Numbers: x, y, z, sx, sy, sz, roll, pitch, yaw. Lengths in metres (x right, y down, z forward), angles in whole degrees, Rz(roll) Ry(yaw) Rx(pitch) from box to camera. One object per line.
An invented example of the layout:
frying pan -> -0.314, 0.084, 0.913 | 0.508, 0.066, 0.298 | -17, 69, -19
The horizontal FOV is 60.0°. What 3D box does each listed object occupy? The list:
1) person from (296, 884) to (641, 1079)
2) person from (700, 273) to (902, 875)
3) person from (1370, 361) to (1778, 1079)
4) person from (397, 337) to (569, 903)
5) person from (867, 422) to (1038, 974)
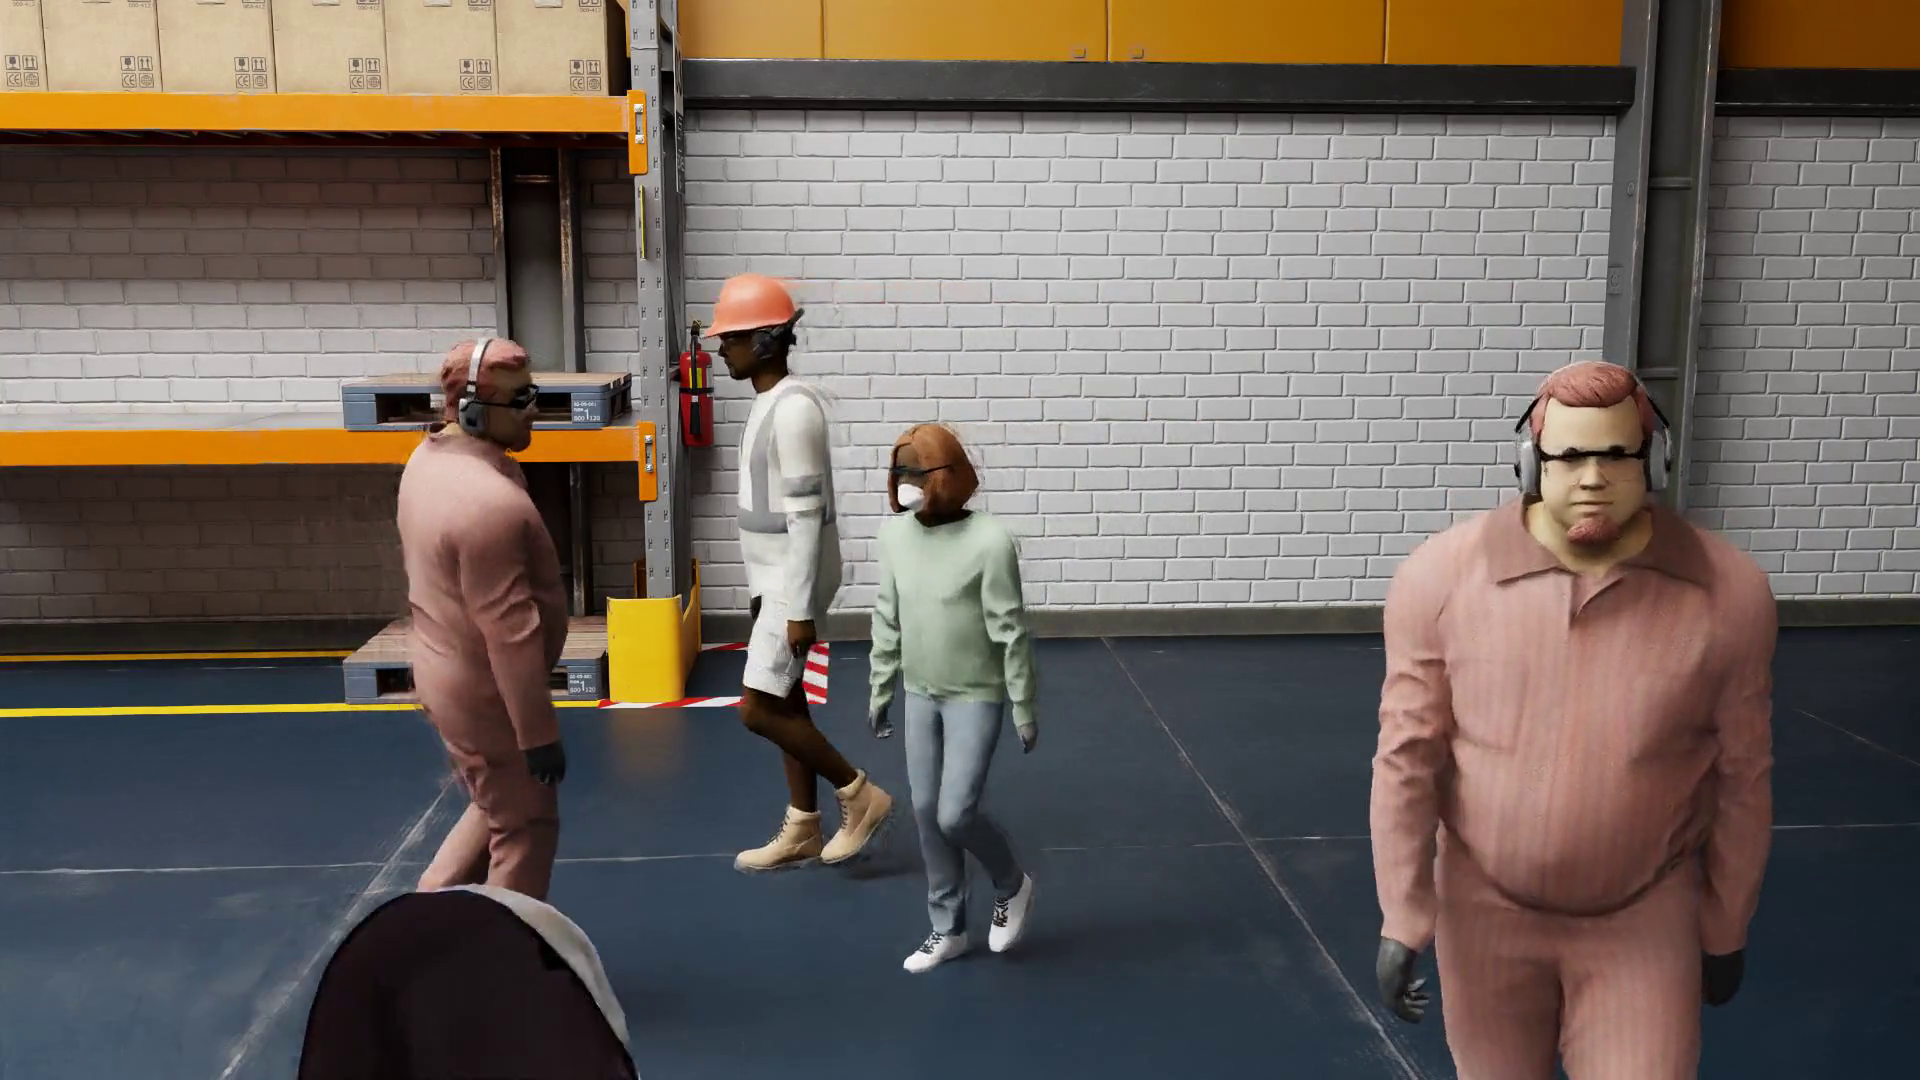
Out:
person -> -0.308, 0.874, 0.910 | 0.556, 2.030, 0.639 | 0, 9, 0
person -> -0.566, 0.144, 5.495 | 0.545, 2.025, 0.627 | -2, 9, -13
person -> 1.018, 0.644, 2.817 | 0.645, 1.882, 0.650 | 4, 10, 22
person -> -1.242, 0.405, 4.353 | 0.576, 1.876, 0.684 | -6, 11, -32
person -> -0.018, 0.466, 4.759 | 0.551, 1.612, 0.385 | 7, 12, 39
